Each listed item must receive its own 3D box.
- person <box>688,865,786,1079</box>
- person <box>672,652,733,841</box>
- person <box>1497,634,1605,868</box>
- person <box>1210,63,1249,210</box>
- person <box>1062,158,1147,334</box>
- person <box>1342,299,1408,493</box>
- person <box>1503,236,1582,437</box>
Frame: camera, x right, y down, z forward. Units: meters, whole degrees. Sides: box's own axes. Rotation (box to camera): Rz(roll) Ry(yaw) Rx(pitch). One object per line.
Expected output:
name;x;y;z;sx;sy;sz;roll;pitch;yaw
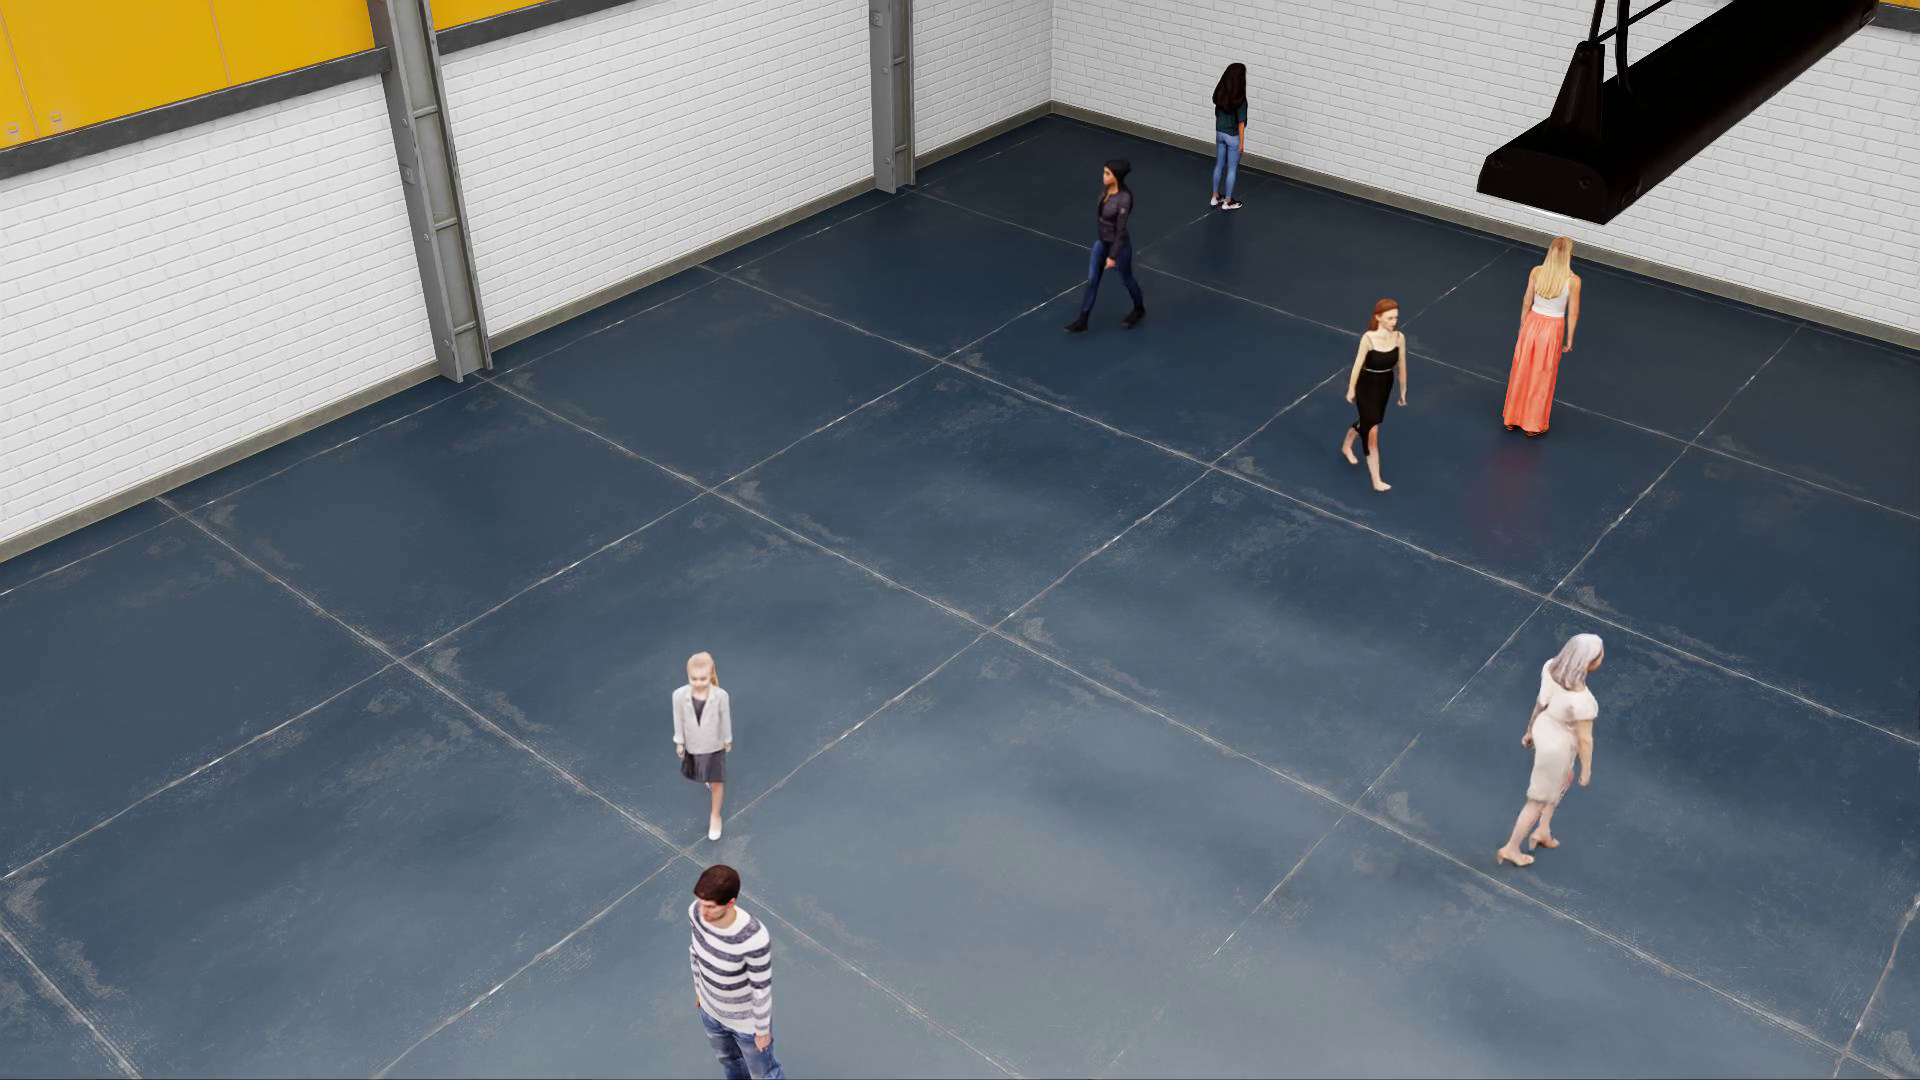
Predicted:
person;-1.079;2.253;8.097;0.650;1.847;0.541;22;40;30
person;-1.566;1.200;10.210;0.742;1.262;0.856;3;34;4
person;3.379;1.268;9.694;0.825;1.721;0.765;-7;34;-10
person;2.989;-4.486;18.446;0.649;1.616;0.647;-24;40;-31
person;1.538;-2.761;15.774;1.234;1.700;0.896;-18;37;-24
person;3.339;-1.249;13.605;1.096;1.583;1.011;-10;35;-15
person;4.951;-1.737;14.141;0.629;1.802;0.565;26;42;33
